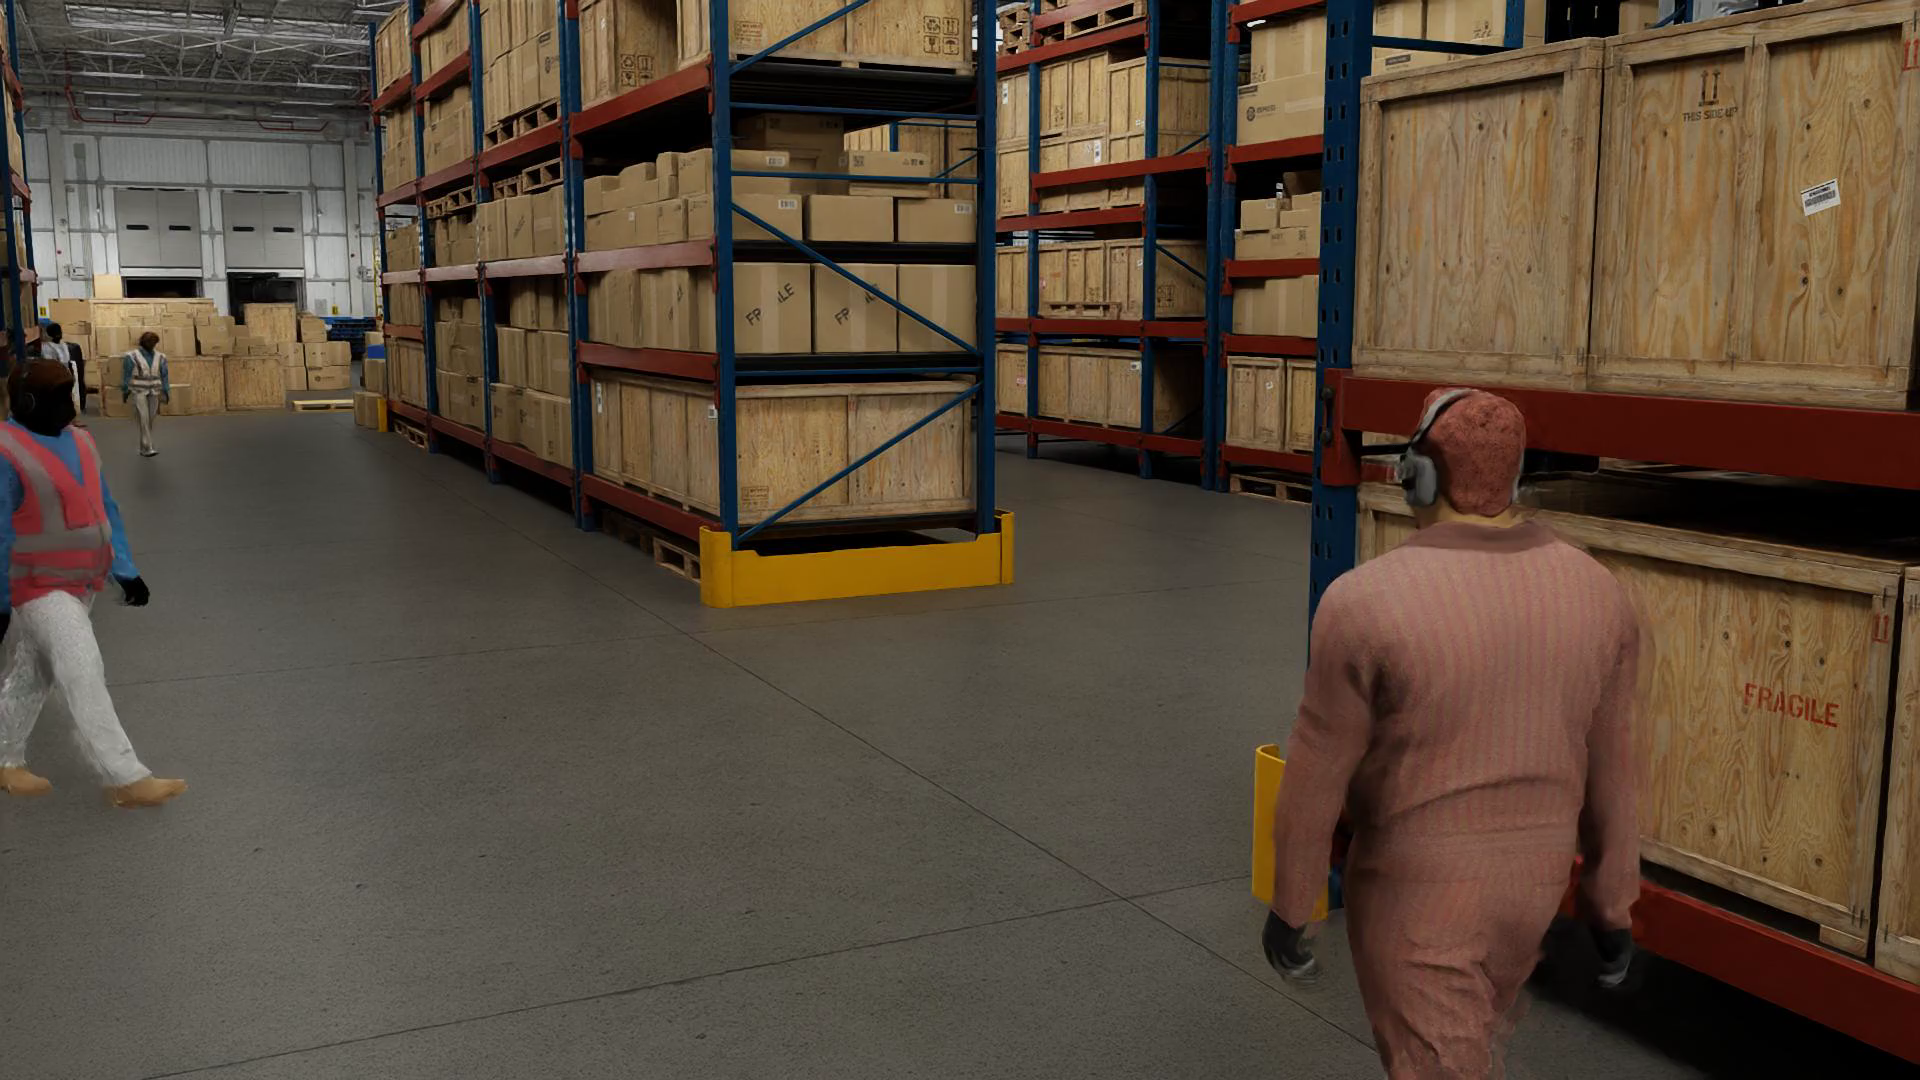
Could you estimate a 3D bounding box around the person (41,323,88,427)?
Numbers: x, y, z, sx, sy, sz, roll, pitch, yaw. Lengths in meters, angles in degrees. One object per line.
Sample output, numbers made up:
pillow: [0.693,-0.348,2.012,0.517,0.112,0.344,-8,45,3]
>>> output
person: [-14.211,-2.579,26.087,0.881,1.645,0.579,1,8,3]

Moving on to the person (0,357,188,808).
person: [-3.584,0.176,6.619,0.955,1.799,0.633,1,8,4]

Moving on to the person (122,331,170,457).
person: [-10.327,-1.846,21.183,0.799,1.596,0.547,6,10,37]

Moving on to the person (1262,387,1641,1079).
person: [0.935,0.652,3.089,0.672,1.869,0.973,-3,9,-18]

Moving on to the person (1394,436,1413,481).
person: [1.879,0.188,6.744,0.693,1.722,0.493,-4,9,-28]

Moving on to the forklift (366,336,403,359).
forklift: [-11.019,-4.281,33.612,1.873,2.768,1.129,5,10,30]

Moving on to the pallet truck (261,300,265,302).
pallet truck: [-23.913,-7.404,58.171,1.885,1.965,0.823,-1,8,-9]

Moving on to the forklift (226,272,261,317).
forklift: [-21.439,-6.646,49.917,1.873,2.768,1.129,6,10,35]
